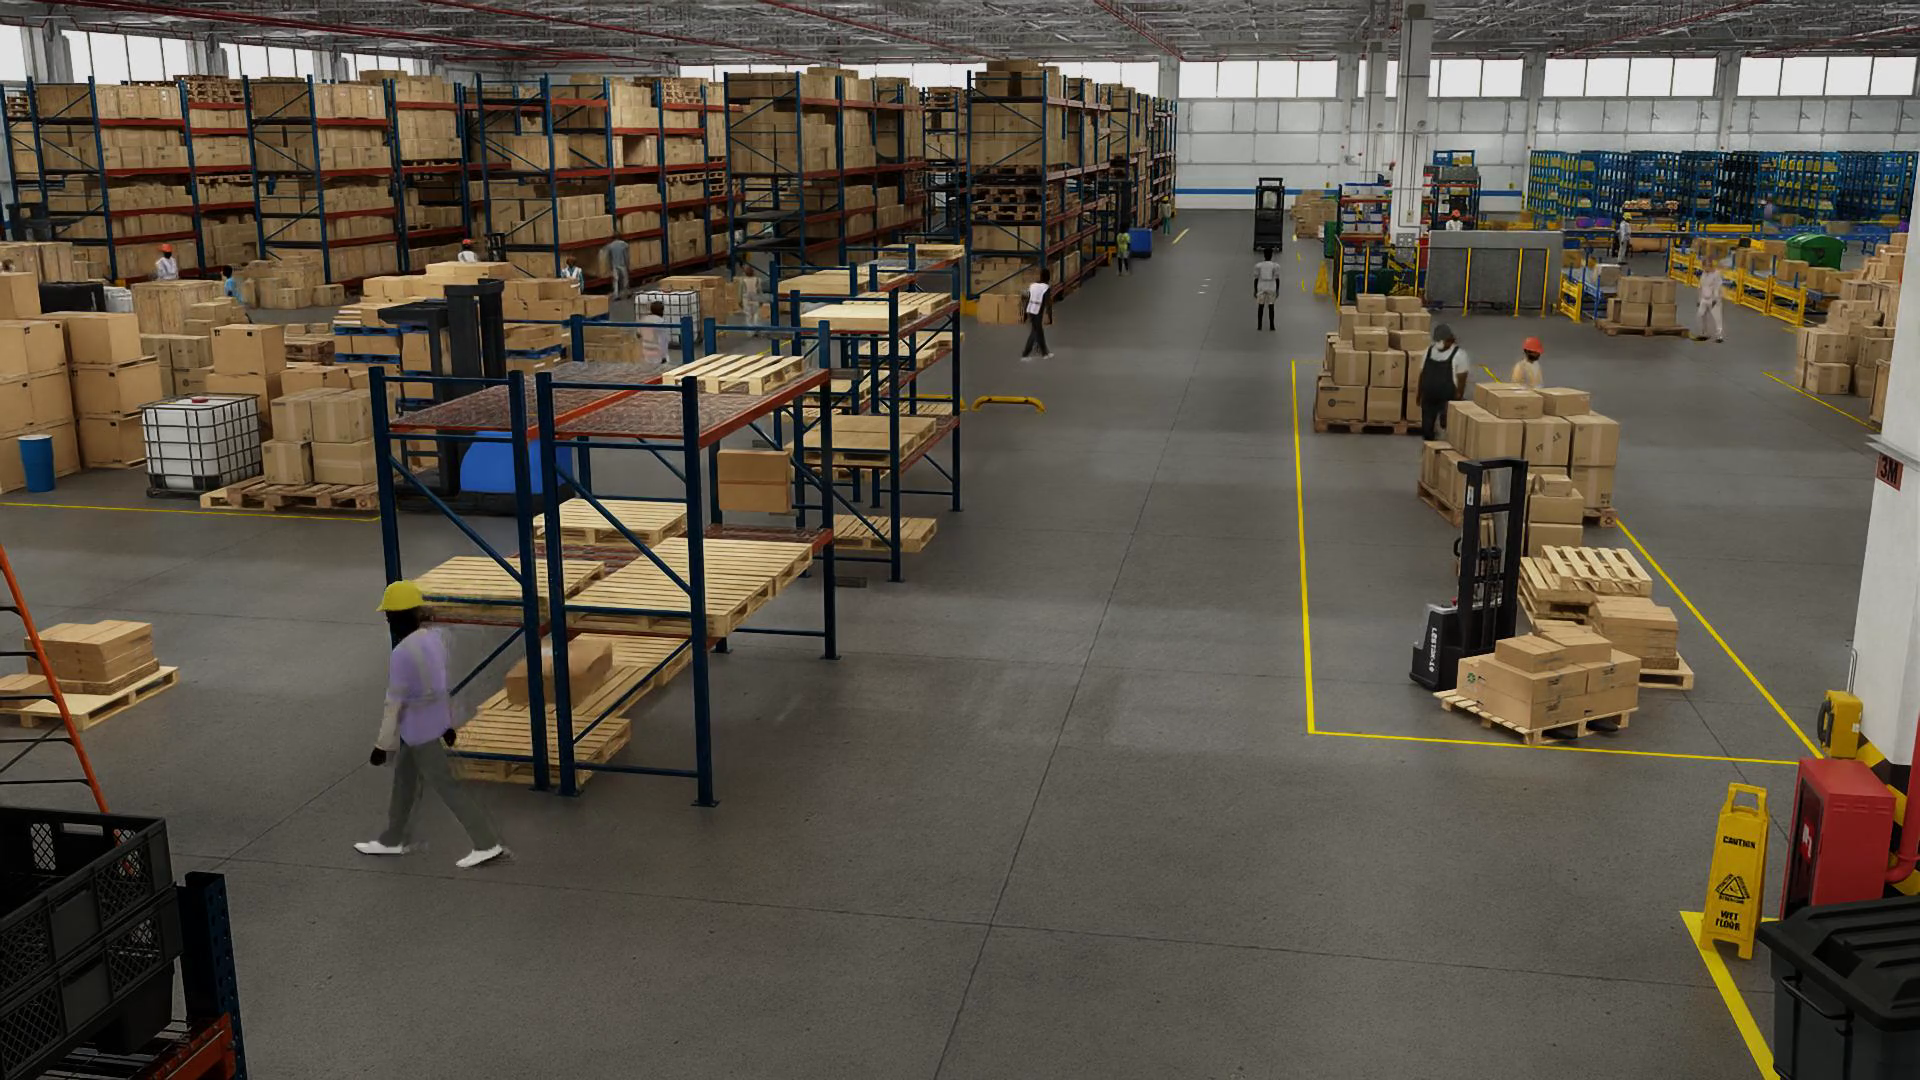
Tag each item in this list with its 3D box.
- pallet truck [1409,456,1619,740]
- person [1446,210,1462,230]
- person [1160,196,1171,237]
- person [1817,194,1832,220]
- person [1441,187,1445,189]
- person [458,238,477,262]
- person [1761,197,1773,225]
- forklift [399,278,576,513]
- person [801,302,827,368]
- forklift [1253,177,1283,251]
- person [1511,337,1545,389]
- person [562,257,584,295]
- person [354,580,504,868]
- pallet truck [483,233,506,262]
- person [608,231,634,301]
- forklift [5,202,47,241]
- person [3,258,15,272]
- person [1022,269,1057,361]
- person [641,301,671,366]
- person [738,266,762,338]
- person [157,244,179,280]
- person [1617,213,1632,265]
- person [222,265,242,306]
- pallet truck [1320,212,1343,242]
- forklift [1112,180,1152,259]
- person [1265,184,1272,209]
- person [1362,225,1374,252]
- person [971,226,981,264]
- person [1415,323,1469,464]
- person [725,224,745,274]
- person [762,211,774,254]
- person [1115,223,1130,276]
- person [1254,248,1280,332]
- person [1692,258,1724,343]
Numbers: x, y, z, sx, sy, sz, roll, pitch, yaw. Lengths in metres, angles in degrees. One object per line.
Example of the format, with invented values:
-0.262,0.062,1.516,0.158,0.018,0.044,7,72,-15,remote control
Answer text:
4.504,0.400,13.395,0.823,1.965,1.885,-6,15,-23,pallet truck
16.424,-9.946,55.307,0.608,2.044,0.370,-4,15,-17,person
9.133,-14.349,73.763,0.329,1.764,0.524,-10,17,-35,person
39.410,-14.886,75.883,0.605,1.799,0.893,3,14,10,person
26.485,-18.665,91.420,0.916,1.703,0.586,2,14,7,person
-12.734,-6.817,42.910,0.559,1.887,0.823,-12,18,-40,person
34.946,-13.909,71.876,0.842,1.818,0.573,2,14,8,person
-5.862,-1.786,20.454,1.873,2.768,1.129,3,14,10,forklift
-2.666,-3.722,30.386,0.515,1.876,0.328,3,14,10,person
12.083,-12.747,64.956,1.129,2.768,1.873,3,14,10,forklift
7.783,-1.829,22.701,1.030,1.869,0.552,13,19,42,person
-9.352,-6.023,40.233,0.524,1.632,0.314,-1,14,-2,person
-3.396,1.172,10.525,1.002,1.877,0.603,0,14,-1,person
-11.832,-7.026,43.548,1.885,1.965,0.823,8,16,28,pallet truck
-9.376,-7.571,45.970,0.660,1.889,0.990,3,14,11,person
-23.570,-7.142,42.198,1.873,2.768,1.129,3,14,10,forklift
-20.858,-5.241,36.526,1.010,1.898,0.633,0,14,-2,person
1.618,-4.581,33.902,1.003,1.863,0.625,-9,17,-33,person
-5.076,-3.115,28.028,0.628,1.819,0.557,10,17,35,person
-4.768,-5.394,37.670,0.540,1.619,0.560,-4,15,-18,person
-19.594,-6.355,41.066,0.869,1.907,0.566,4,14,17,person
23.201,-10.512,58.077,0.403,1.819,0.597,8,16,30,person
-16.479,-5.392,37.635,0.889,1.648,0.536,-10,17,-35,person
15.874,-13.227,70.310,0.680,1.201,1.601,10,17,35,pallet truck
6.082,-11.722,60.796,1.873,2.768,1.129,2,14,9,forklift
15.378,-16.722,82.920,0.376,1.995,0.612,7,16,28,person
13.657,-9.737,55.402,0.696,1.598,0.509,-9,16,-31,person
0.551,-10.548,58.323,0.535,1.767,0.315,12,18,40,person
6.796,-2.091,23.423,0.711,2.000,0.754,11,18,39,person
-7.460,-9.640,54.865,0.563,1.658,0.826,6,15,24,person
-7.265,-11.672,63.156,0.498,1.633,0.280,-1,14,-4,person
5.244,-9.357,53.628,0.540,1.696,0.317,13,19,43,person
7.160,-5.843,38.825,0.602,1.958,0.381,4,14,15,person
16.655,-5.305,36.878,0.545,1.856,0.721,-4,14,-16,person
